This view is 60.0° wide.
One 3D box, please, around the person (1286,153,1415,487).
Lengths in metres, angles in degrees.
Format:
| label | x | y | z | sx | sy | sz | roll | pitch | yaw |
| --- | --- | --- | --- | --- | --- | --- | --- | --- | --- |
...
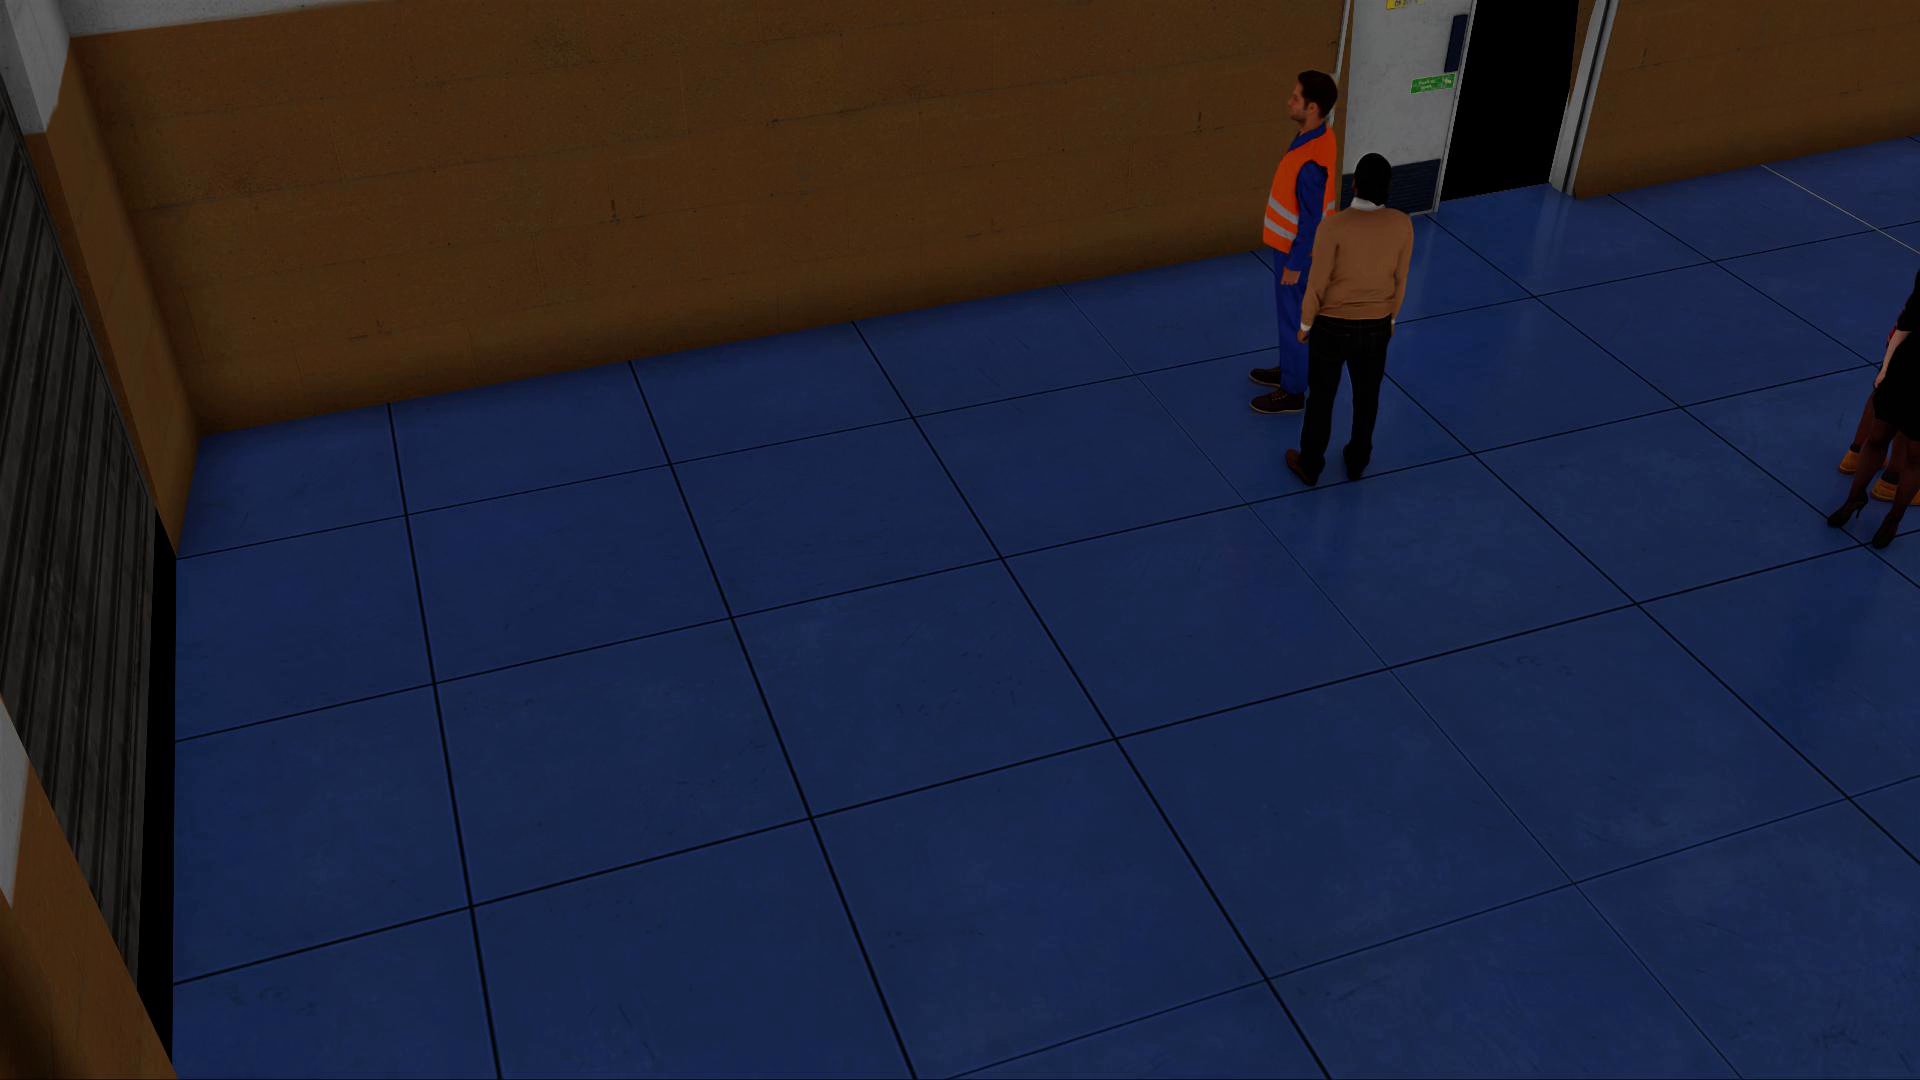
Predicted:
| label | x | y | z | sx | sy | sz | roll | pitch | yaw |
| --- | --- | --- | --- | --- | --- | --- | --- | --- | --- |
| person | 1.900 | -1.052 | 8.089 | 0.704 | 1.754 | 0.657 | -5 | 37 | -6 |

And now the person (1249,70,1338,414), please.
| label | x | y | z | sx | sy | sz | roll | pitch | yaw |
| --- | --- | --- | --- | --- | --- | --- | --- | --- | --- |
| person | 1.756 | -1.526 | 8.630 | 0.850 | 1.863 | 0.727 | 6 | 37 | 7 |

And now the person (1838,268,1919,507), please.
| label | x | y | z | sx | sy | sz | roll | pitch | yaw |
| --- | --- | --- | --- | --- | --- | --- | --- | --- | --- |
| person | 4.691 | -0.985 | 8.021 | 0.710 | 1.729 | 0.592 | -5 | 37 | -7 |

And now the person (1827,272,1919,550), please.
| label | x | y | z | sx | sy | sz | roll | pitch | yaw |
| --- | --- | --- | --- | --- | --- | --- | --- | --- | --- |
| person | 4.463 | -0.732 | 7.688 | 0.698 | 1.707 | 0.532 | -24 | 43 | -29 |
